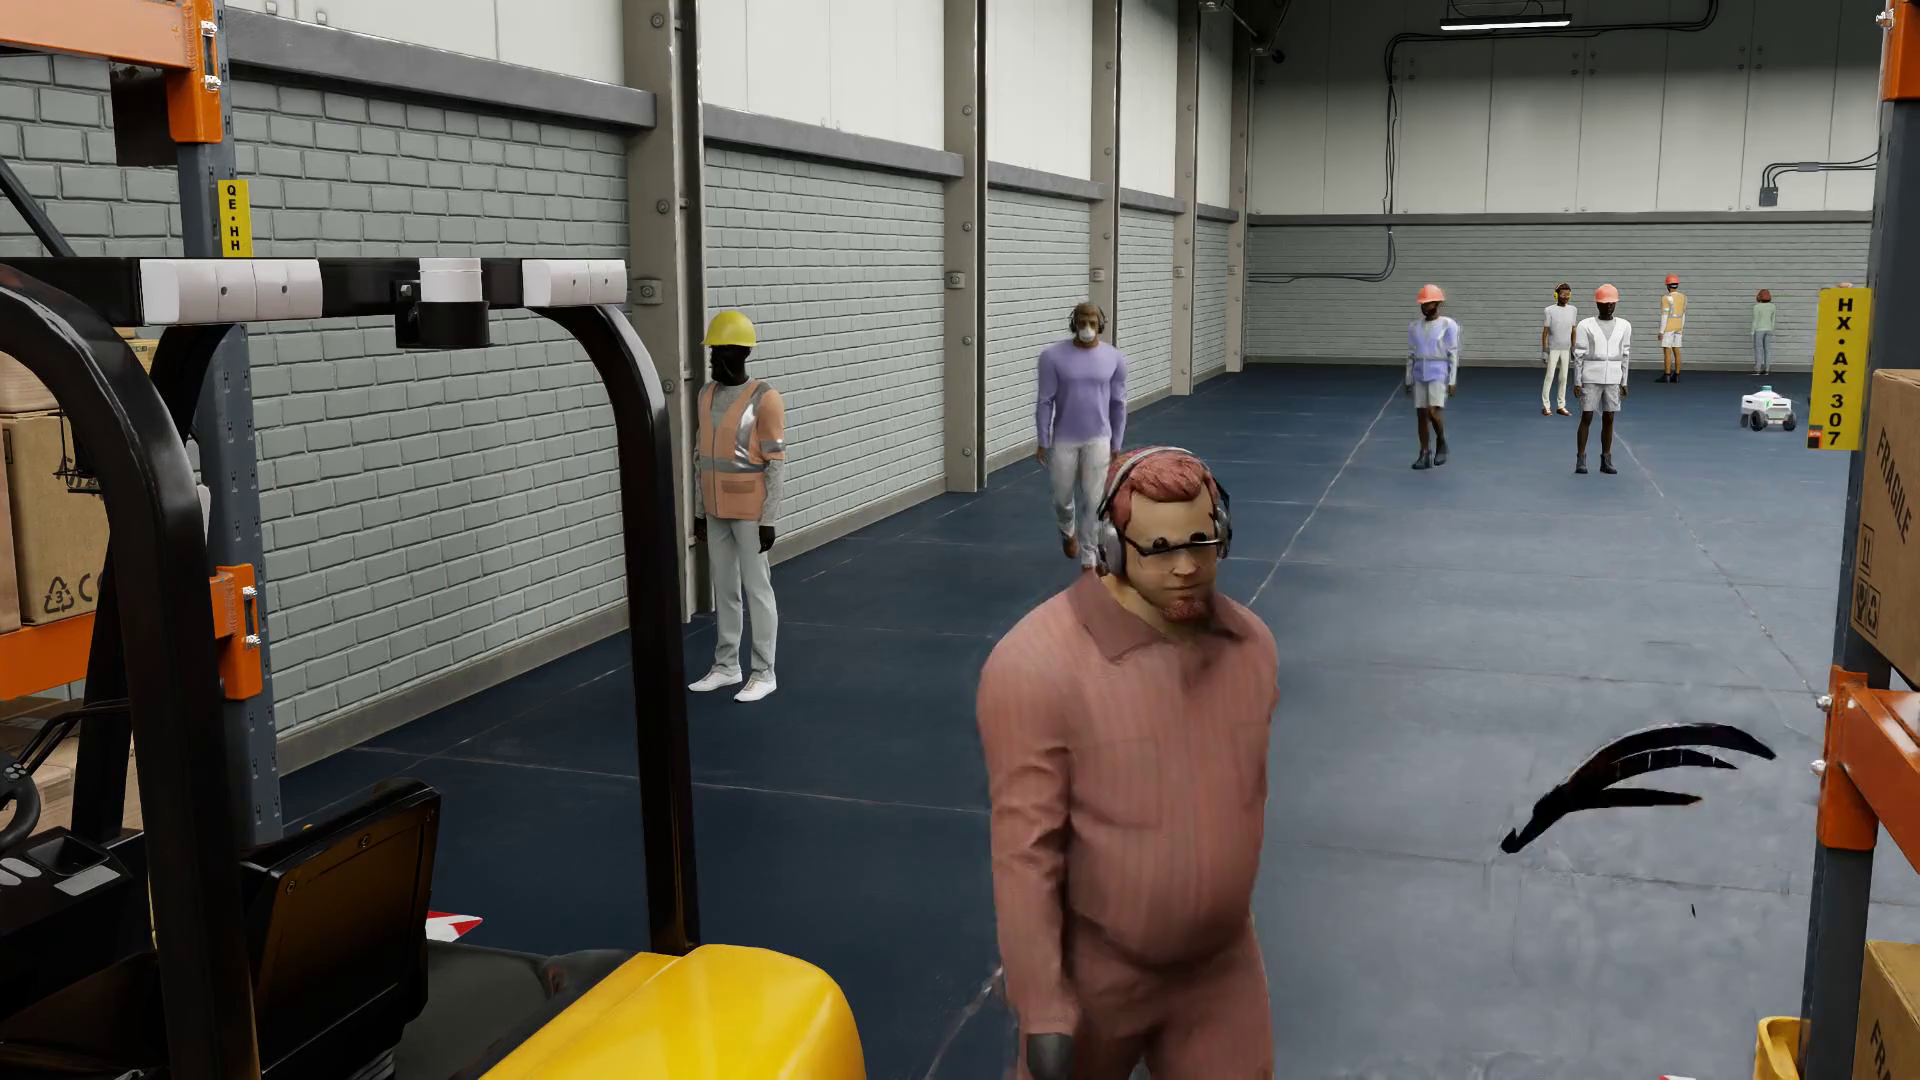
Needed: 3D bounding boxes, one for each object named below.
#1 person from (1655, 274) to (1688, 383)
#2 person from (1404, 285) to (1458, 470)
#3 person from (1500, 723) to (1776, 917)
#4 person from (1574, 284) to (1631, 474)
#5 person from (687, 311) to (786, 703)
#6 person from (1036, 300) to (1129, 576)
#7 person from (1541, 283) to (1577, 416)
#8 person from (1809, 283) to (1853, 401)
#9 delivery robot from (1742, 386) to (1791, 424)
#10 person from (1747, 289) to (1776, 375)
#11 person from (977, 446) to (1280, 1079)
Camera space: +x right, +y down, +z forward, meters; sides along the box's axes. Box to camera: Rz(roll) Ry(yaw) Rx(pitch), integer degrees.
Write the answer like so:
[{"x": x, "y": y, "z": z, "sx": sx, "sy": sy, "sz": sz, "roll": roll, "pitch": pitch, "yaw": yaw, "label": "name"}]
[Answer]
[{"x": 12.672, "y": -3.763, "z": 29.668, "sx": 0.547, "sy": 1.934, "sz": 0.375, "roll": -4, "pitch": 10, "yaw": -23, "label": "person"}, {"x": 4.883, "y": -1.685, "z": 17.306, "sx": 0.570, "sy": 1.924, "sz": 0.421, "roll": 9, "pitch": 13, "yaw": 44, "label": "person"}, {"x": 0.405, "y": 1.023, "z": 0.953, "sx": 0.636, "sy": 1.993, "sz": 1.011, "roll": 3, "pitch": 10, "yaw": 18, "label": "person"}, {"x": 6.557, "y": -1.636, "z": 16.986, "sx": 0.552, "sy": 1.936, "sz": 0.359, "roll": 1, "pitch": 10, "yaw": 4, "label": "person"}, {"x": -1.114, "y": -0.165, "z": 8.251, "sx": 0.587, "sy": 1.930, "sz": 0.363, "roll": 8, "pitch": 12, "yaw": 39, "label": "person"}, {"x": 0.838, "y": -0.698, "z": 11.476, "sx": 0.638, "sy": 1.917, "sz": 0.744, "roll": 0, "pitch": 10, "yaw": 2, "label": "person"}, {"x": 8.414, "y": -2.665, "z": 23.357, "sx": 0.509, "sy": 1.863, "sz": 0.311, "roll": -2, "pitch": 10, "yaw": -12, "label": "person"}, {"x": 12.181, "y": -2.629, "z": 23.094, "sx": 0.813, "sy": 1.874, "sz": 0.647, "roll": -3, "pitch": 10, "yaw": -16, "label": "person"}, {"x": 10.400, "y": -1.742, "z": 21.454, "sx": 0.477, "sy": 0.478, "sz": 0.707, "roll": 0, "pitch": 10, "yaw": 0, "label": "delivery robot"}, {"x": 15.308, "y": -3.963, "z": 31.749, "sx": 0.498, "sy": 1.634, "sz": 0.281, "roll": -3, "pitch": 10, "yaw": -17, "label": "person"}, {"x": 0.292, "y": 0.741, "z": 3.069, "sx": 0.641, "sy": 1.868, "sz": 0.890, "roll": -5, "pitch": 11, "yaw": -25, "label": "person"}]
